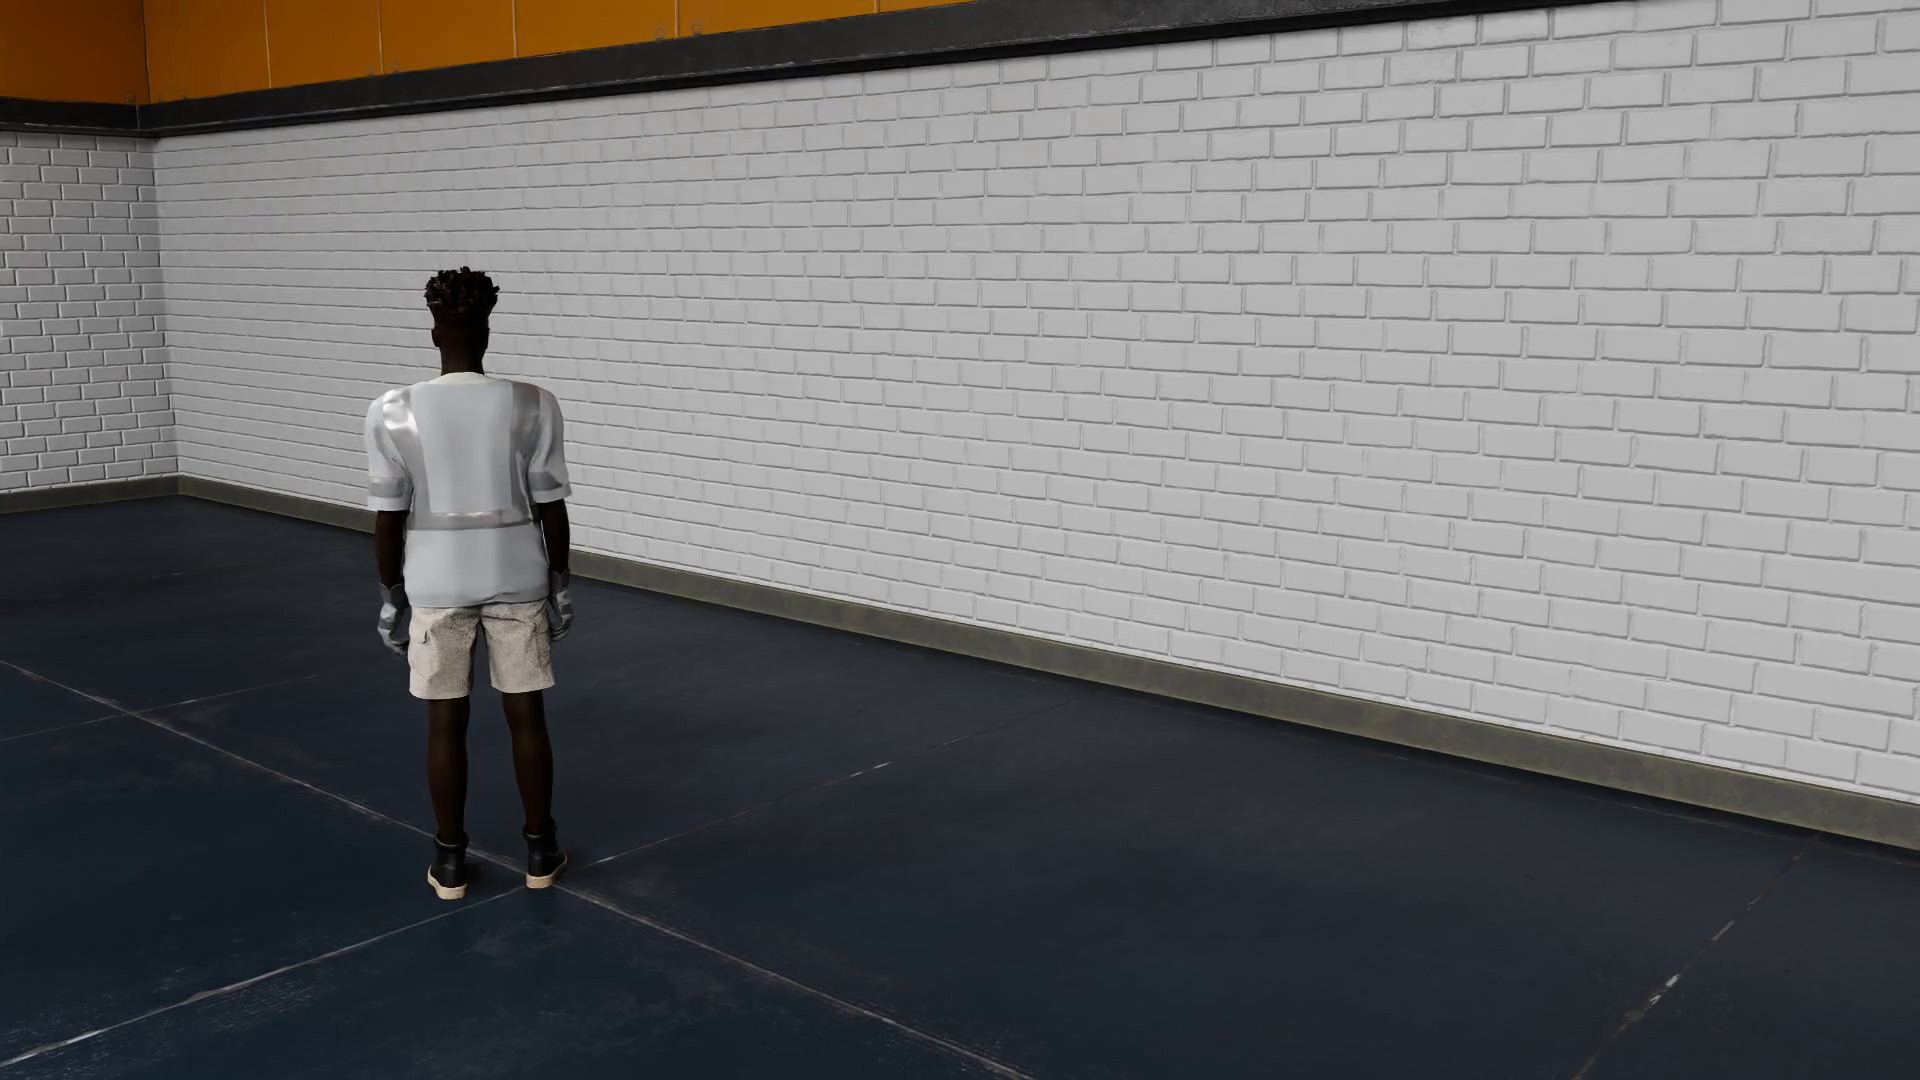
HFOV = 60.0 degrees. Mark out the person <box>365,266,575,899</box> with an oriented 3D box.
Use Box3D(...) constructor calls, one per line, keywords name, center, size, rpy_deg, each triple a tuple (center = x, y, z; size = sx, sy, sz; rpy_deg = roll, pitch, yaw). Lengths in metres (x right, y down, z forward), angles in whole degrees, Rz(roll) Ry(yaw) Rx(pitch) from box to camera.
Box3D(name="person", center=(-1.508, 0.142, 5.184), size=(0.603, 1.967, 0.366), rpy_deg=(-3, 10, -16))
